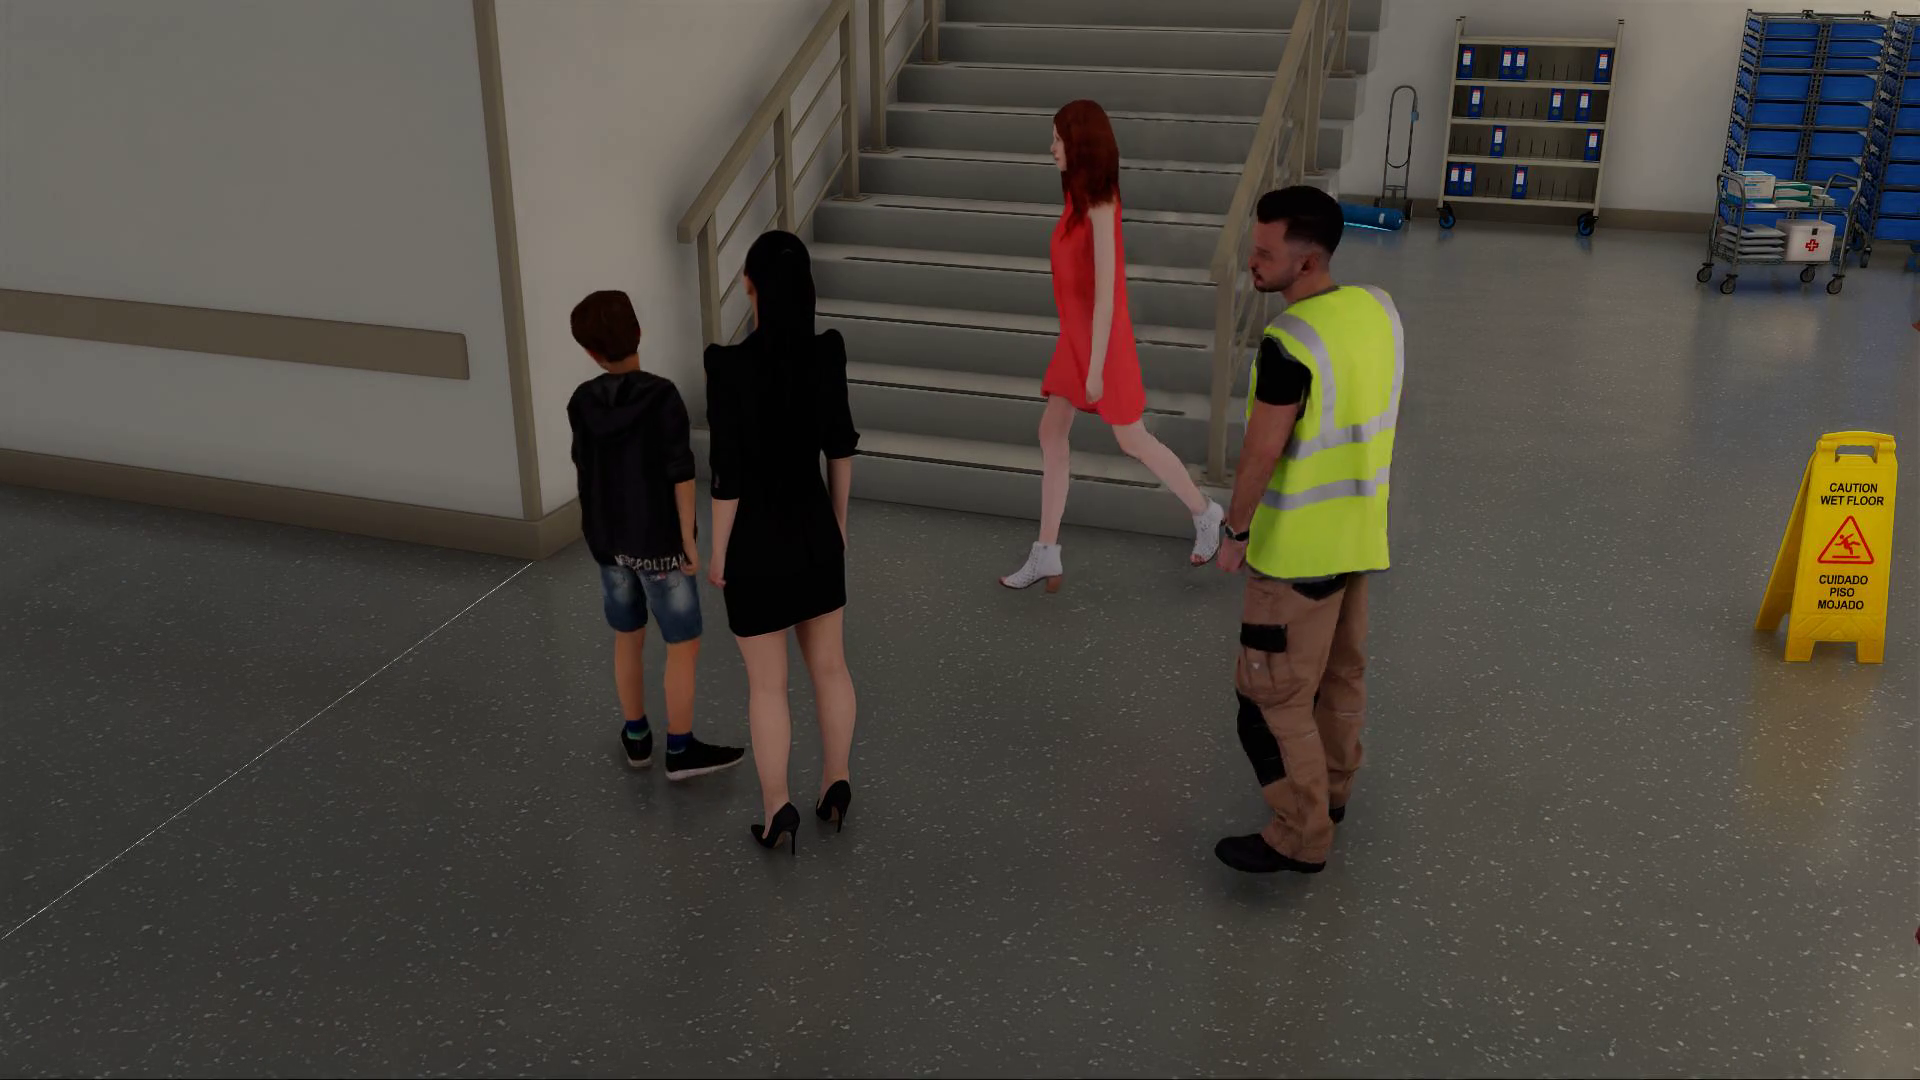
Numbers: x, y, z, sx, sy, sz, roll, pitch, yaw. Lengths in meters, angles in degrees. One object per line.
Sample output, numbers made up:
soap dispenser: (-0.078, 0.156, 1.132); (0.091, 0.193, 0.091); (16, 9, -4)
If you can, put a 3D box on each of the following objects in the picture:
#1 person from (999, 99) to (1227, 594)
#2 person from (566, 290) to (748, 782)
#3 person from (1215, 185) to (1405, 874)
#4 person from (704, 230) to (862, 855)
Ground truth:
person: (0.594, -0.650, 6.070); (1.079, 1.784, 1.182); (-4, 21, -11)
person: (-0.911, 0.010, 4.832); (0.699, 1.426, 0.520); (13, 24, 31)
person: (0.917, -0.012, 4.336); (0.869, 1.818, 1.002); (-11, 23, -27)
person: (-0.459, 0.026, 4.408); (0.646, 1.697, 0.745); (-15, 25, -34)
